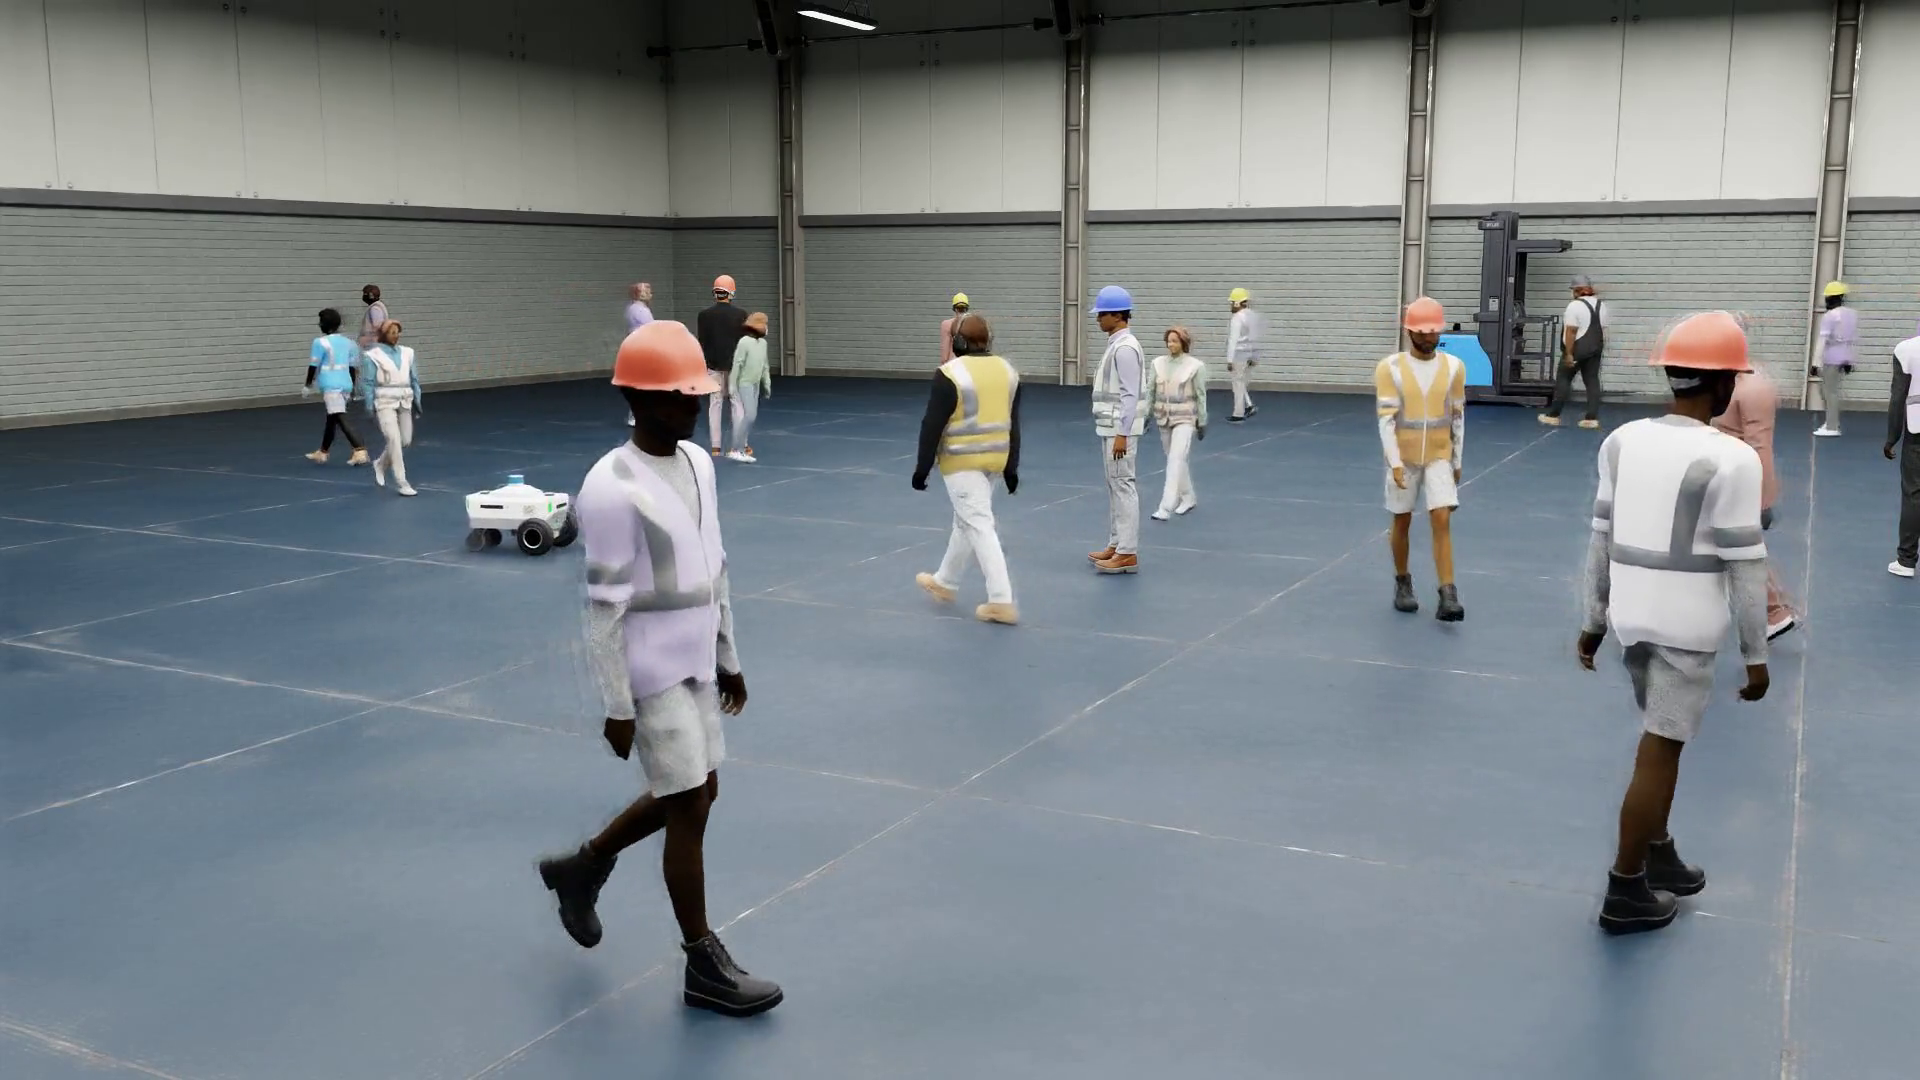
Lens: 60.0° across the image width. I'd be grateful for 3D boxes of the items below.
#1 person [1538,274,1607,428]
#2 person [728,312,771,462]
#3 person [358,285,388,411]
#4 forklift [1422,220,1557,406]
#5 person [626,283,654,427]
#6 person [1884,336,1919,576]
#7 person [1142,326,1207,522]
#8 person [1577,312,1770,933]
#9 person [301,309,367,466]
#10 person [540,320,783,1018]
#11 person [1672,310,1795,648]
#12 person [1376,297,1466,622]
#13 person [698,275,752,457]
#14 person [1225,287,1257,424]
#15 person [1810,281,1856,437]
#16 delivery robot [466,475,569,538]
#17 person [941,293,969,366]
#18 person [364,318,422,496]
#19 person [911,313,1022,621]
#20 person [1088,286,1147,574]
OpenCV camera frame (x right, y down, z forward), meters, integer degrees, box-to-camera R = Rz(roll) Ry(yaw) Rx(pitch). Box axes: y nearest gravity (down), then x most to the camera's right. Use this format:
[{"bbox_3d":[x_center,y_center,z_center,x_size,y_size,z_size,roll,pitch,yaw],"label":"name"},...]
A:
[{"bbox_3d":[8.097,-2.490,21.903,0.699,2.000,0.910,-4,10,-24],"label":"person"},{"bbox_3d":[-2.250,-1.632,17.796,0.452,1.605,0.516,4,10,21],"label":"person"},{"bbox_3d":[-8.568,-2.808,24.348,0.430,1.845,0.619,-2,10,-14],"label":"person"},{"bbox_3d":[8.245,-3.527,25.720,1.873,2.768,1.129,5,10,27],"label":"forklift"},{"bbox_3d":[-4.075,-2.428,21.893,0.747,1.882,0.650,-3,10,-20],"label":"person"},{"bbox_3d":[6.536,-0.705,11.140,0.596,1.916,0.372,3,10,18],"label":"person"},{"bbox_3d":[1.785,-0.971,13.796,0.515,1.594,0.875,8,12,40],"label":"person"},{"bbox_3d":[2.289,0.259,5.186,0.684,1.915,0.582,-4,10,-23],"label":"person"},{"bbox_3d":[-6.577,-1.600,17.498,0.894,1.651,0.546,3,10,19],"label":"person"},{"bbox_3d":[-0.873,0.346,4.656,0.774,1.919,0.552,3,10,19],"label":"person"},{"bbox_3d":[4.060,-0.276,8.829,1.031,1.871,0.653,-1,9,-6],"label":"person"},{"bbox_3d":[2.709,-0.464,9.734,0.547,1.882,0.973,0,9,3],"label":"person"},{"bbox_3d":[-2.590,-1.924,18.419,0.611,1.996,0.379,2,9,10],"label":"person"},{"bbox_3d":[3.748,-2.471,22.328,0.424,1.818,0.620,6,11,32],"label":"person"},{"bbox_3d":[10.772,-2.239,20.612,0.626,1.910,0.480,-6,11,-34],"label":"person"},{"bbox_3d":[-3.269,-0.236,12.285,0.707,0.478,0.477,2,9,12],"label":"delivery robot"},{"bbox_3d":[0.003,-2.221,20.962,0.533,1.767,0.313,-3,10,-17],"label":"person"},{"bbox_3d":[-5.248,-1.233,15.314,0.698,1.617,0.520,7,11,36],"label":"person"},{"bbox_3d":[0.023,-0.445,9.922,0.635,1.792,0.957,-9,13,-44],"label":"person"},{"bbox_3d":[1.068,-0.759,11.386,0.403,1.943,0.617,0,9,-1],"label":"person"}]
